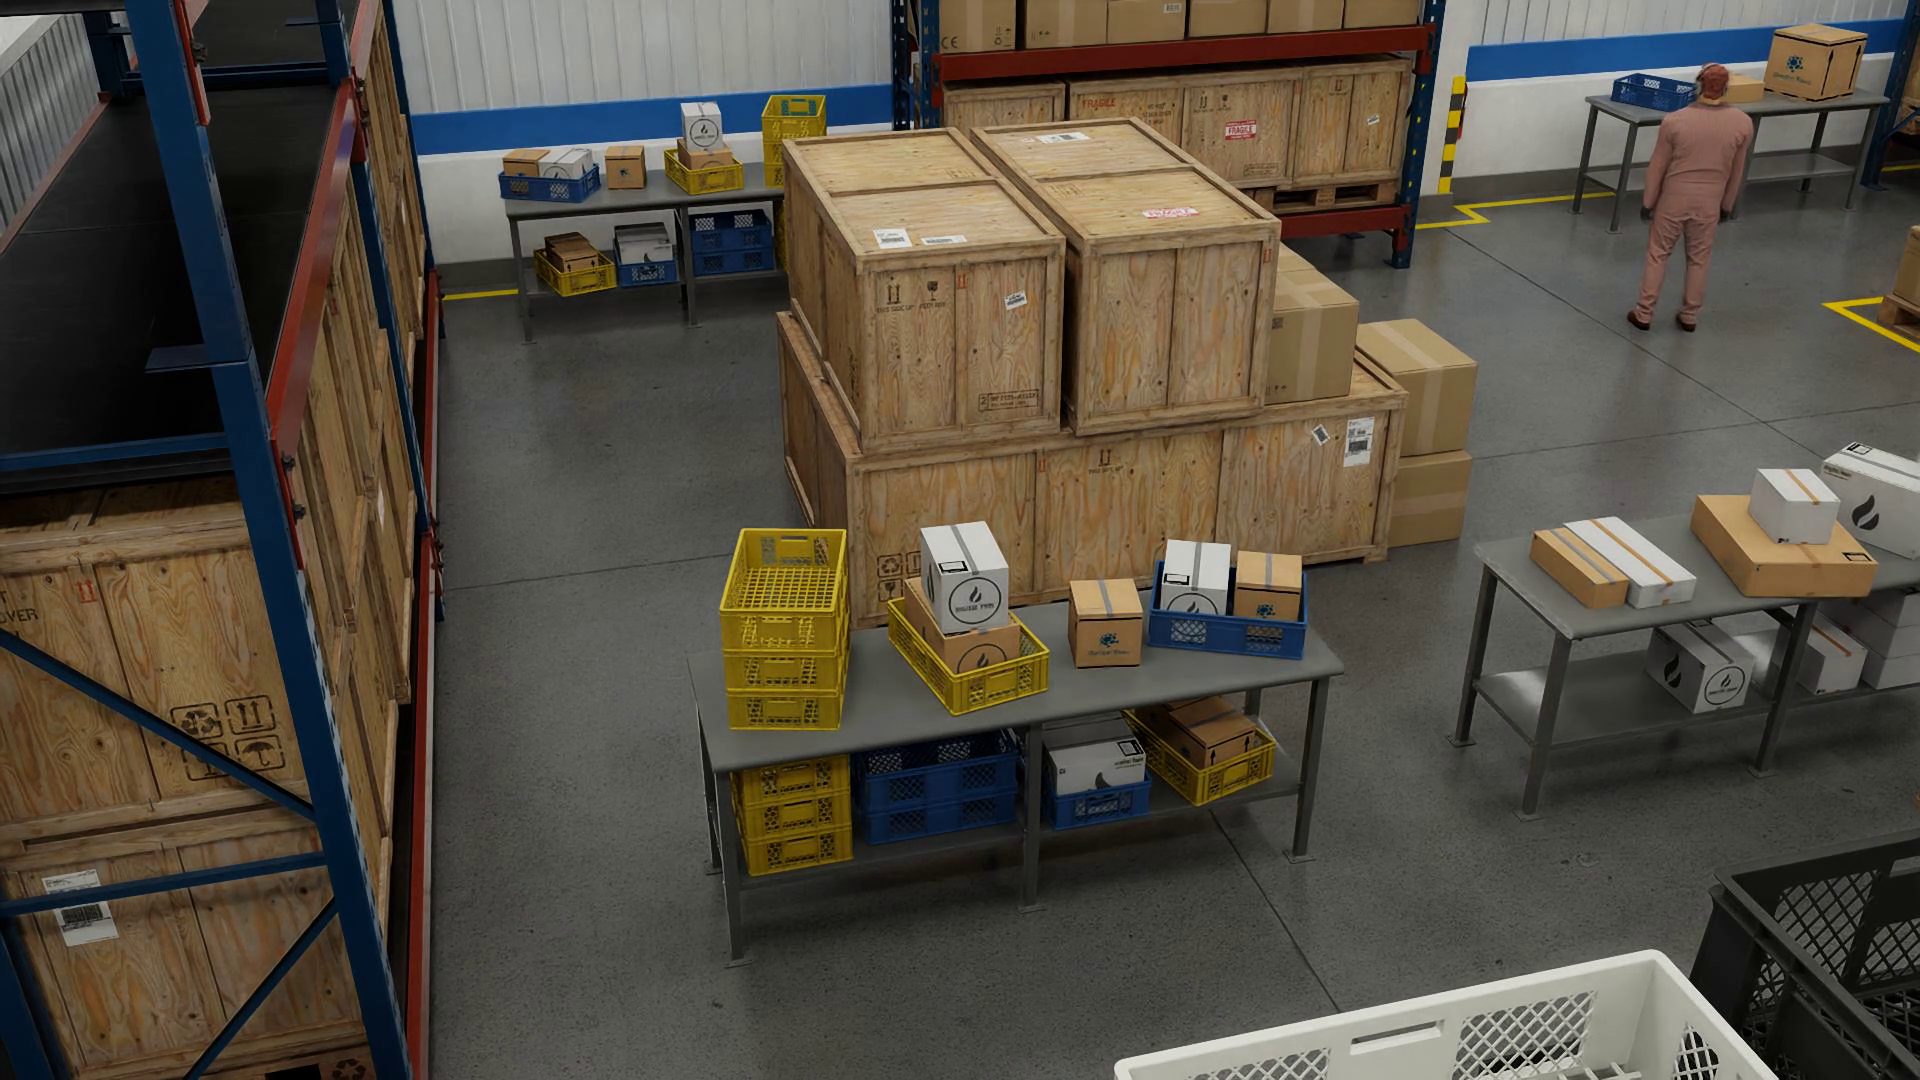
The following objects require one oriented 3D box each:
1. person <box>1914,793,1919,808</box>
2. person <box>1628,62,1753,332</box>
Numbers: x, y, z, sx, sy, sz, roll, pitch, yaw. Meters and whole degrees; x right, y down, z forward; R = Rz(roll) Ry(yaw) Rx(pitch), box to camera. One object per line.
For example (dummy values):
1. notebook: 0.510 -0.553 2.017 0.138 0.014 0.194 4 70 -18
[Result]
1. person: 4.317 0.391 6.719 0.356 1.884 0.573 -3 29 -6
2. person: 5.159 -2.415 11.804 0.649 1.899 0.399 3 29 5
